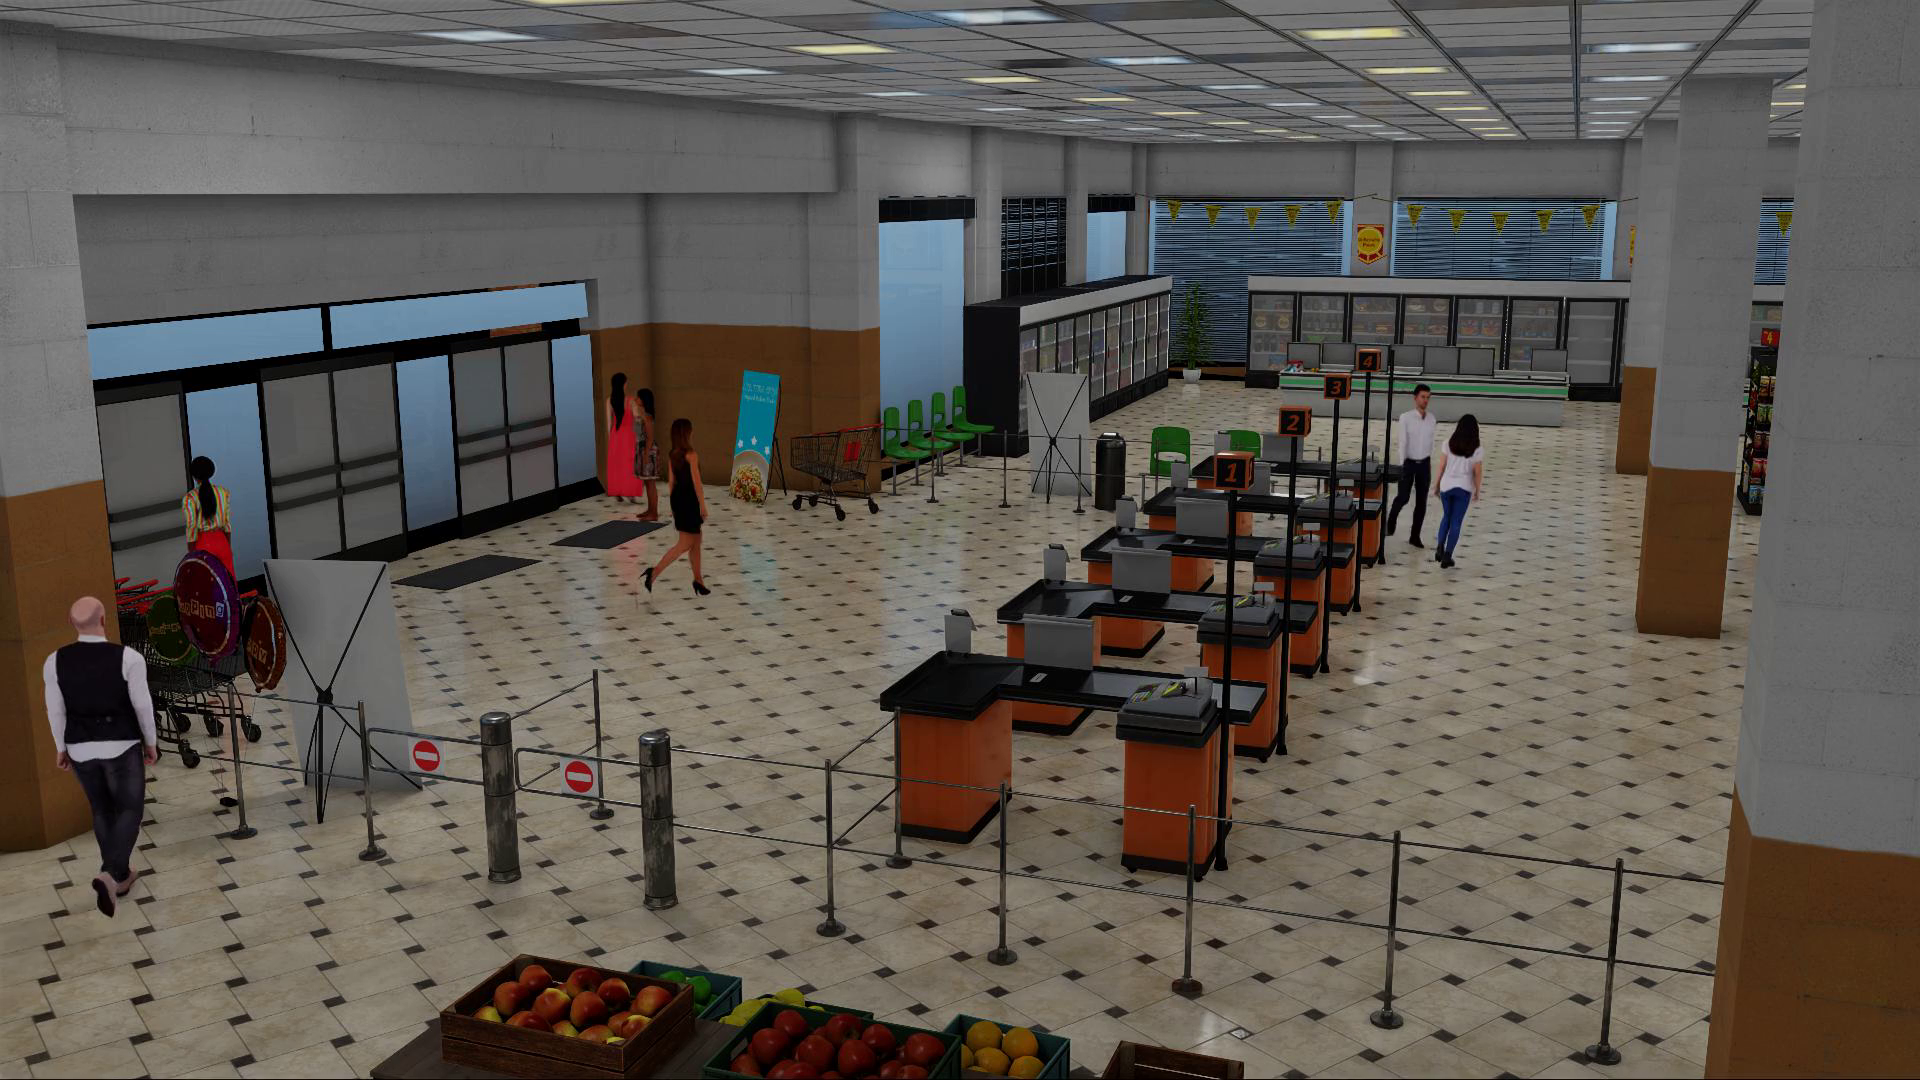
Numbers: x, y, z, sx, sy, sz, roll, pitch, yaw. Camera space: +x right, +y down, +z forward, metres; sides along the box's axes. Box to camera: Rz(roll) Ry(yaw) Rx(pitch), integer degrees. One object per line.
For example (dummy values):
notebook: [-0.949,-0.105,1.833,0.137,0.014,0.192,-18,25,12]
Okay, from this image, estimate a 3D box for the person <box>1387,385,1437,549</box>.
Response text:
person: [5.204,-0.871,19.188,1.023,1.851,0.950,-2,12,-8]

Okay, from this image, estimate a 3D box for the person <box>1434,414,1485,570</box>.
person: [5.297,-0.477,17.795,0.602,1.655,0.760,7,14,29]

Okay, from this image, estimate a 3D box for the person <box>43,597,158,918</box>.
person: [-4.813,1.233,9.321,1.170,1.801,1.124,-3,12,-13]

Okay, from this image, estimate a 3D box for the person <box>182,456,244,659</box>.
person: [-6.517,0.153,14.466,0.619,1.793,0.652,9,15,36]

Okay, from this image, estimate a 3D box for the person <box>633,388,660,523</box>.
person: [-3.873,-1.063,20.604,0.739,1.645,0.723,-3,12,-15]

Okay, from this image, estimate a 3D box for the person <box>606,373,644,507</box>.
person: [-4.360,-1.313,21.596,0.544,1.724,0.695,2,12,10]

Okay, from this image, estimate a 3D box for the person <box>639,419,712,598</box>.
person: [-2.759,-0.256,16.372,1.091,1.809,0.956,12,17,44]
